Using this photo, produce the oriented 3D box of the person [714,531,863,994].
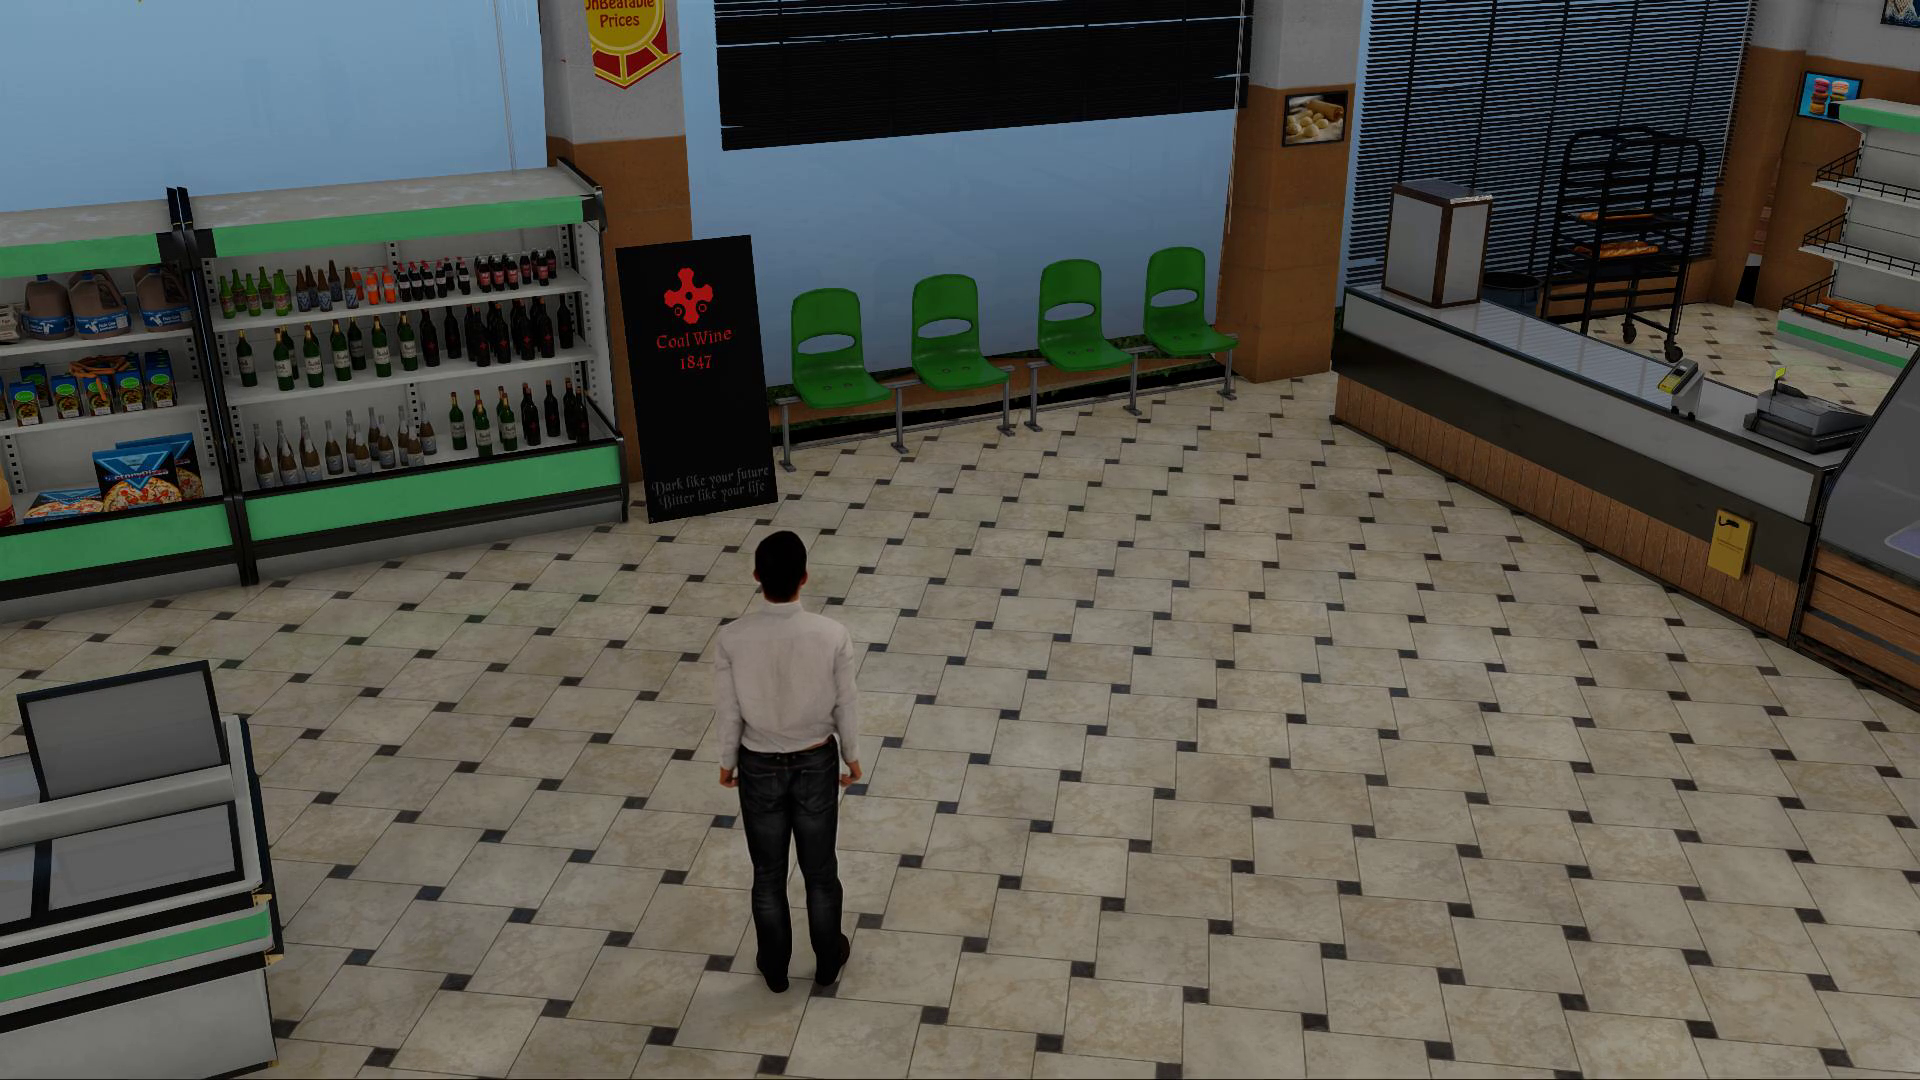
[{"bbox_3d":[-0.620,0.817,6.000,0.612,1.810,0.795,-2,24,-5],"label":"person"}]
